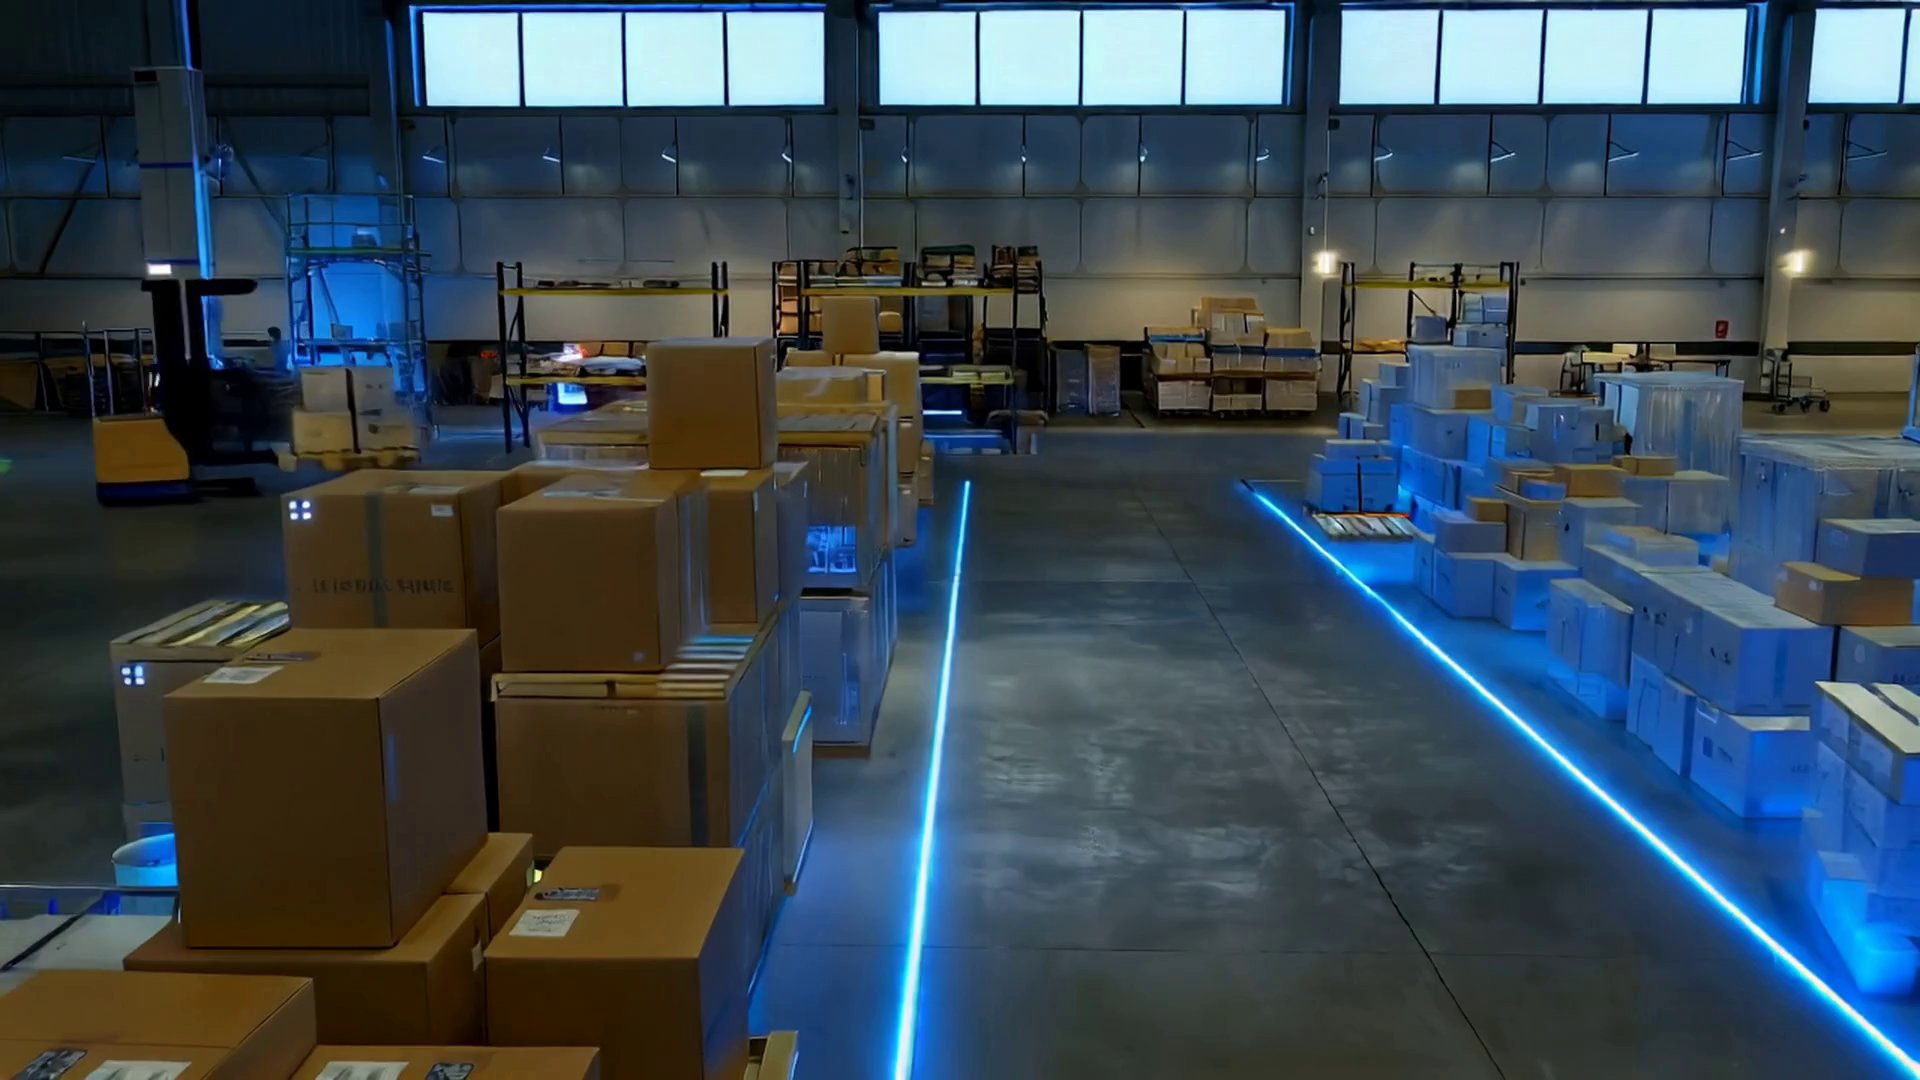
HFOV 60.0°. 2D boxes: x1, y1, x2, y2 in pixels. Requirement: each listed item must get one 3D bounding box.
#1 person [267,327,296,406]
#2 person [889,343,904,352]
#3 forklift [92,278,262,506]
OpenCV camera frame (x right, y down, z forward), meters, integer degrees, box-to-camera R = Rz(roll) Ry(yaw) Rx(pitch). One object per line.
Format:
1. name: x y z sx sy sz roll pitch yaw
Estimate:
1. person: -12.216 -2.894 29.972 0.647 1.892 1.036 5 11 26
2. person: -0.933 -1.838 23.558 0.865 1.900 0.694 1 10 7
3. forklift: -10.024 -1.920 21.135 1.873 2.768 1.129 -5 11 -27
